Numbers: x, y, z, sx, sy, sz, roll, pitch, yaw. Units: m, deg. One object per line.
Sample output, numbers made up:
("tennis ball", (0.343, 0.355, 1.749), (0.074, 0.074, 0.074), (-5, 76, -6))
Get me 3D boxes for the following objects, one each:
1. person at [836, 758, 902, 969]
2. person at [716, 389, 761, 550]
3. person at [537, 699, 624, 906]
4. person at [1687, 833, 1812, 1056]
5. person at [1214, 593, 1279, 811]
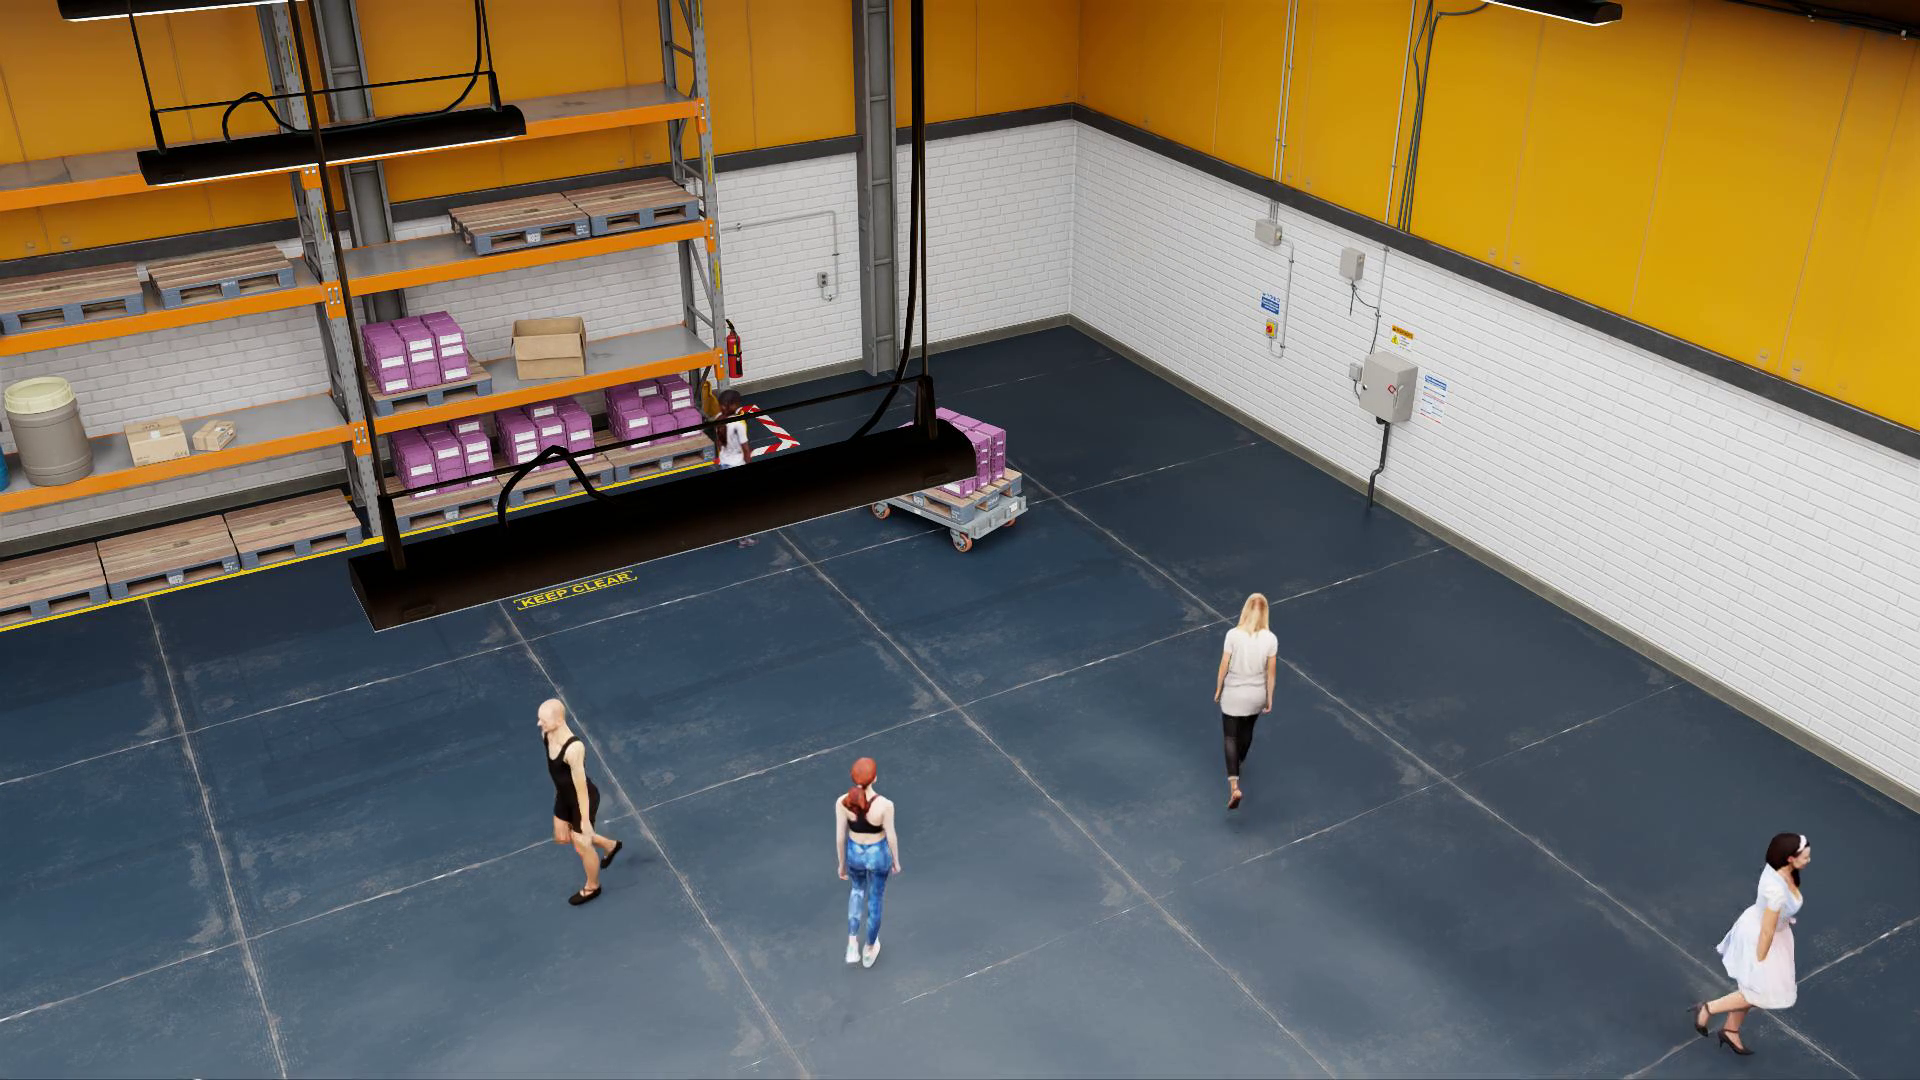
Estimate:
("person", (-0.652, 2.284, 11.451), (0.771, 1.775, 0.829), (6, 29, 11))
("person", (-2.314, -0.748, 17.068), (0.644, 1.719, 0.610), (23, 36, 36))
("person", (-2.732, 1.873, 12.182), (0.871, 1.796, 0.757), (-23, 36, -35))
("person", (5.099, 2.630, 10.787), (0.929, 1.803, 0.897), (15, 32, 25))
("person", (2.271, 1.304, 13.222), (1.121, 1.799, 1.044), (1, 29, 2))
